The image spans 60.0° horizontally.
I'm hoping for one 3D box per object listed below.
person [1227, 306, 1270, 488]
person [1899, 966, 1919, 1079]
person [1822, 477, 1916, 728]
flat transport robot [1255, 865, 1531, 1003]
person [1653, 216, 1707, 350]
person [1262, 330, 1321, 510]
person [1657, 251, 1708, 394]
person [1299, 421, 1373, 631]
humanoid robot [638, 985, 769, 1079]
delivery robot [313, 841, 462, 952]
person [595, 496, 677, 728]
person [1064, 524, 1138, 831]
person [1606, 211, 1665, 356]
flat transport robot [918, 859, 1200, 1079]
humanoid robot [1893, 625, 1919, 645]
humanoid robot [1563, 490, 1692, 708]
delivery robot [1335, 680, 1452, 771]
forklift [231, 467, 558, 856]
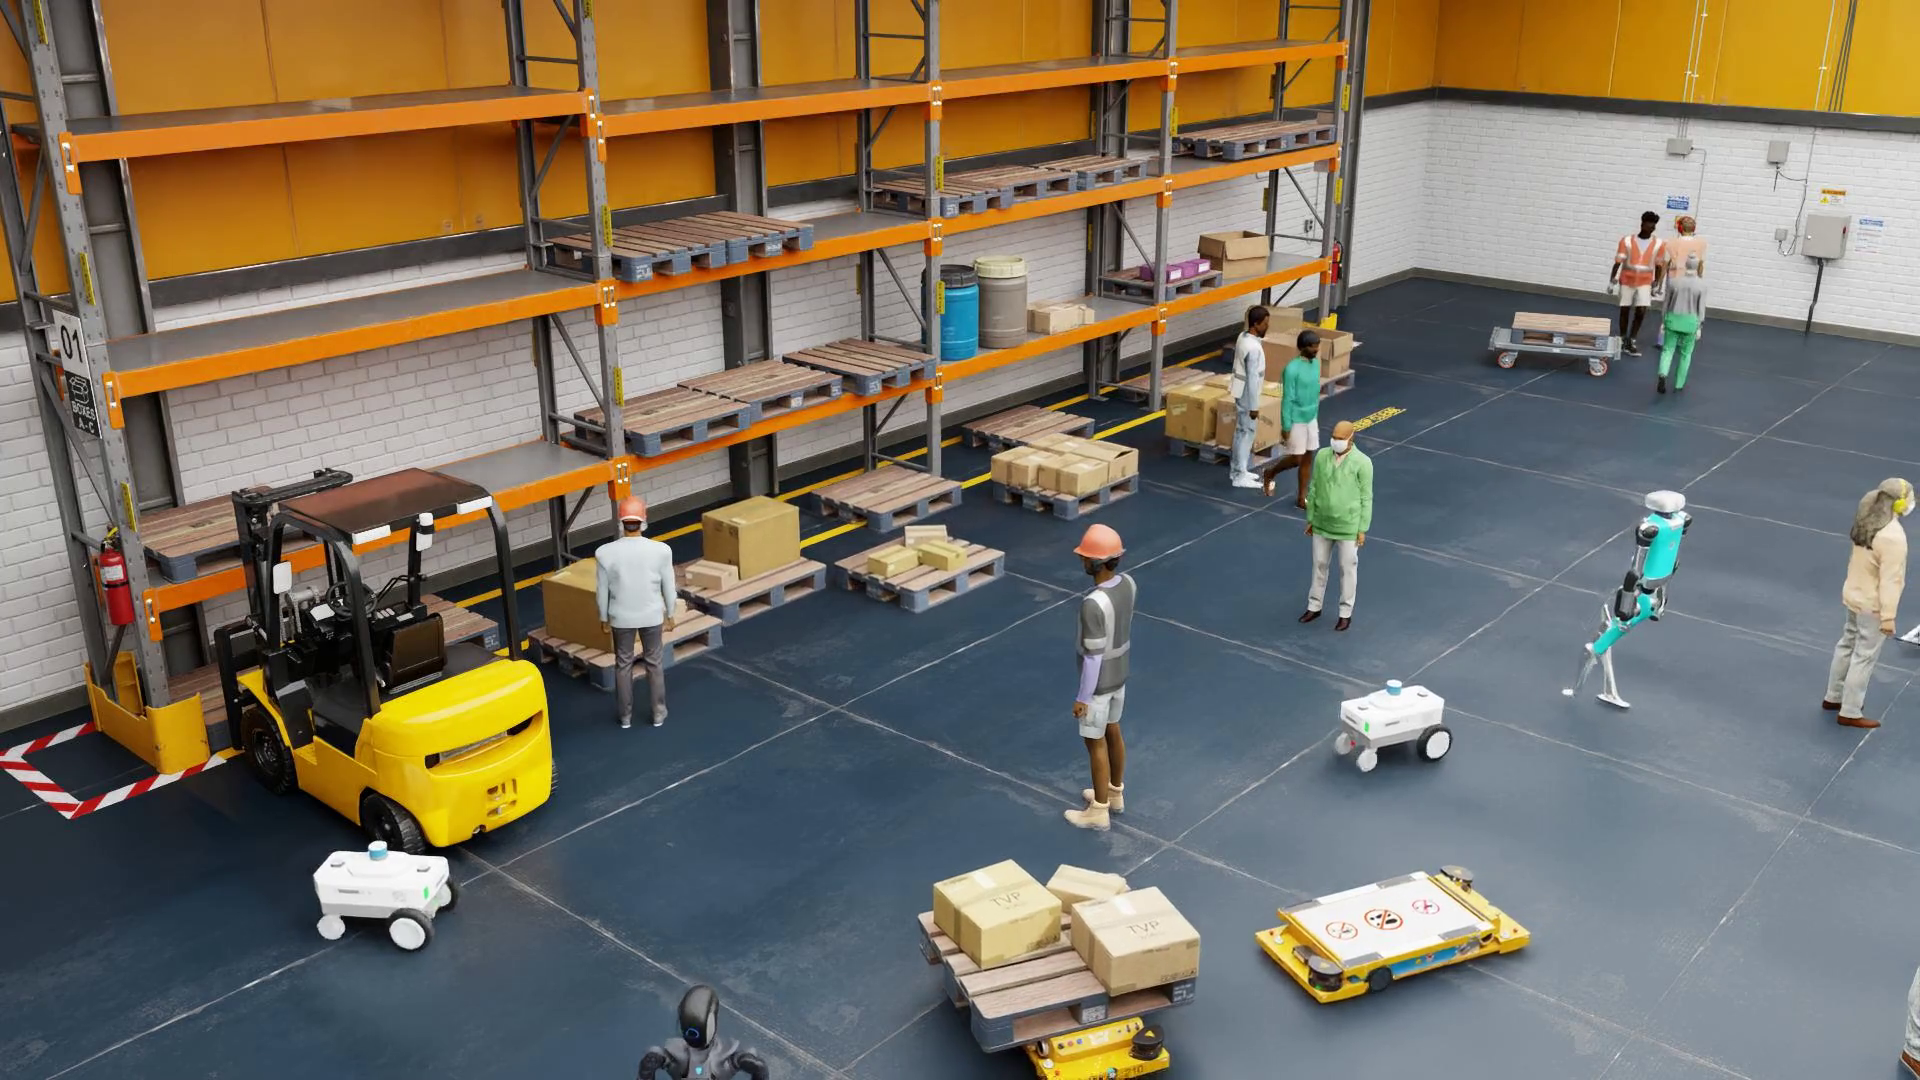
[{"bbox_3d":[2.976,-1.482,17.205,0.400,1.909,0.597,-1,20,-1],"label":"person"},{"bbox_3d":[5.053,1.811,8.235,0.628,1.940,0.373,-10,22,-25],"label":"person"},{"bbox_3d":[6.566,0.446,12.028,0.402,1.871,0.564,1,20,4],"label":"person"},{"bbox_3d":[2.471,2.236,9.492,1.431,0.231,0.659,-9,22,-22],"label":"flat transport robot"},{"bbox_3d":[9.860,-3.498,22.771,0.564,1.838,0.379,3,20,7],"label":"person"},{"bbox_3d":[3.359,-1.192,16.520,0.516,1.833,0.606,-15,25,-36],"label":"person"},{"bbox_3d":[8.910,-2.671,20.549,0.512,1.821,0.671,12,24,30],"label":"person"},{"bbox_3d":[3.107,-0.129,13.714,0.551,1.781,0.384,13,24,32],"label":"person"},{"bbox_3d":[-1.019,2.489,6.792,0.602,1.642,0.393,0,20,-1],"label":"humanoid robot"},{"bbox_3d":[-3.318,2.040,9.639,0.815,0.614,0.499,2,20,6],"label":"delivery robot"},{"bbox_3d":[-2.327,0.523,12.011,0.572,1.738,0.351,-4,21,-10],"label":"person"},{"bbox_3d":[0.876,0.874,10.626,0.386,2.041,0.613,11,23,27],"label":"person"},{"bbox_3d":[9.145,-3.485,22.581,0.700,1.942,0.557,6,21,16],"label":"person"},{"bbox_3d":[0.506,2.430,8.967,0.659,0.231,1.431,-8,22,-20],"label":"flat transport robot"},{"bbox_3d":[7.999,0.101,13.137,0.980,1.726,0.532,-6,21,-17],"label":"humanoid robot"},{"bbox_3d":[4.865,0.470,12.318,0.531,1.881,0.800,-13,24,-32],"label":"humanoid robot"},{"bbox_3d":[3.054,1.280,11.696,0.796,0.613,0.499,-9,22,-23],"label":"delivery robot"},{"bbox_3d":[-3.730,0.710,10.856,2.313,2.155,1.214,17,26,38],"label":"forklift"}]
